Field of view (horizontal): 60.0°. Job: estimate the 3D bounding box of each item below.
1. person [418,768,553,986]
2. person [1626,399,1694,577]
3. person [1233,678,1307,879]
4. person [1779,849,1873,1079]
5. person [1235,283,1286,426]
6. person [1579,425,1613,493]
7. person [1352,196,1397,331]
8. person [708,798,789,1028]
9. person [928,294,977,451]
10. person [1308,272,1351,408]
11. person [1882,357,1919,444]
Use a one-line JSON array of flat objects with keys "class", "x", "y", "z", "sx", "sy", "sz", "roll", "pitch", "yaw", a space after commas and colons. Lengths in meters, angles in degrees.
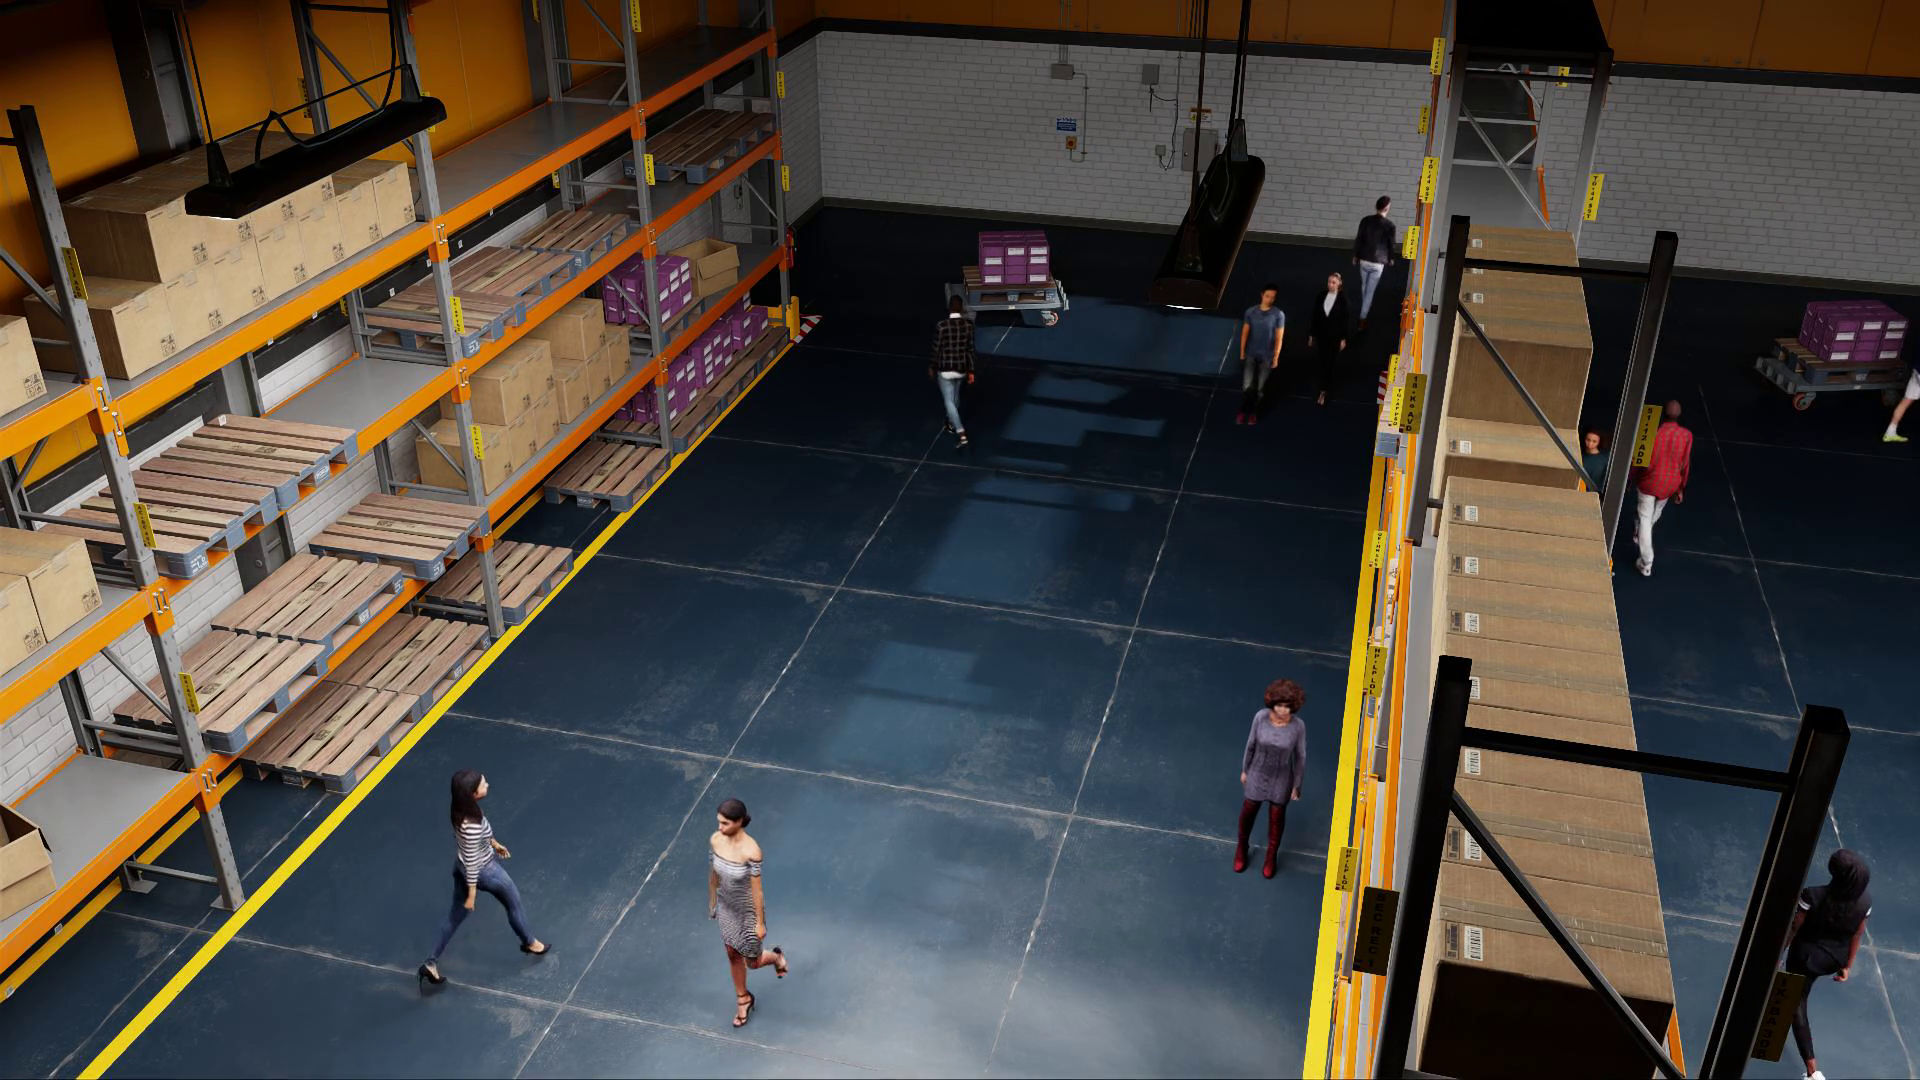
[{"class": "person", "x": -3.416, "y": 2.358, "z": 11.430, "sx": 1.199, "sy": 1.740, "sz": 1.070, "roll": -18, "pitch": 34, "yaw": -30}, {"class": "person", "x": 6.986, "y": -0.498, "z": 16.627, "sx": 0.775, "sy": 1.776, "sz": 1.217, "roll": 4, "pitch": 29, "yaw": 8}, {"class": "person", "x": 2.363, "y": 1.759, "z": 12.563, "sx": 0.629, "sy": 1.705, "sz": 0.539, "roll": 10, "pitch": 30, "yaw": 18}, {"class": "person", "x": 5.557, "y": 2.764, "z": 10.728, "sx": 0.782, "sy": 1.698, "sz": 1.193, "roll": 1, "pitch": 29, "yaw": 2}, {"class": "person", "x": 3.600, "y": -2.228, "z": 19.786, "sx": 0.669, "sy": 1.788, "sz": 0.656, "roll": 11, "pitch": 30, "yaw": 19}, {"class": "person", "x": 6.306, "y": -0.459, "z": 16.746, "sx": 0.721, "sy": 1.594, "sz": 0.818, "roll": 15, "pitch": 32, "yaw": 25}, {"class": "person", "x": 5.543, "y": -3.712, "z": 22.491, "sx": 0.918, "sy": 1.802, "sz": 1.163, "roll": 18, "pitch": 33, "yaw": 29}, {"class": "person", "x": -1.412, "y": 2.461, "z": 11.166, "sx": 0.740, "sy": 1.811, "sz": 0.864, "roll": 16, "pitch": 33, "yaw": 27}, {"class": "person", "x": -0.060, "y": -1.919, "z": 19.215, "sx": 1.119, "sy": 1.792, "sz": 1.244, "roll": -12, "pitch": 31, "yaw": -21}, {"class": "person", "x": 4.556, "y": -2.490, "z": 20.369, "sx": 0.764, "sy": 1.689, "sz": 0.815, "roll": 20, "pitch": 34, "yaw": 32}, {"class": "person", "x": 11.096, "y": -1.920, "z": 19.213, "sx": 0.833, "sy": 1.797, "sz": 1.051, "roll": 2, "pitch": 29, "yaw": 3}]
